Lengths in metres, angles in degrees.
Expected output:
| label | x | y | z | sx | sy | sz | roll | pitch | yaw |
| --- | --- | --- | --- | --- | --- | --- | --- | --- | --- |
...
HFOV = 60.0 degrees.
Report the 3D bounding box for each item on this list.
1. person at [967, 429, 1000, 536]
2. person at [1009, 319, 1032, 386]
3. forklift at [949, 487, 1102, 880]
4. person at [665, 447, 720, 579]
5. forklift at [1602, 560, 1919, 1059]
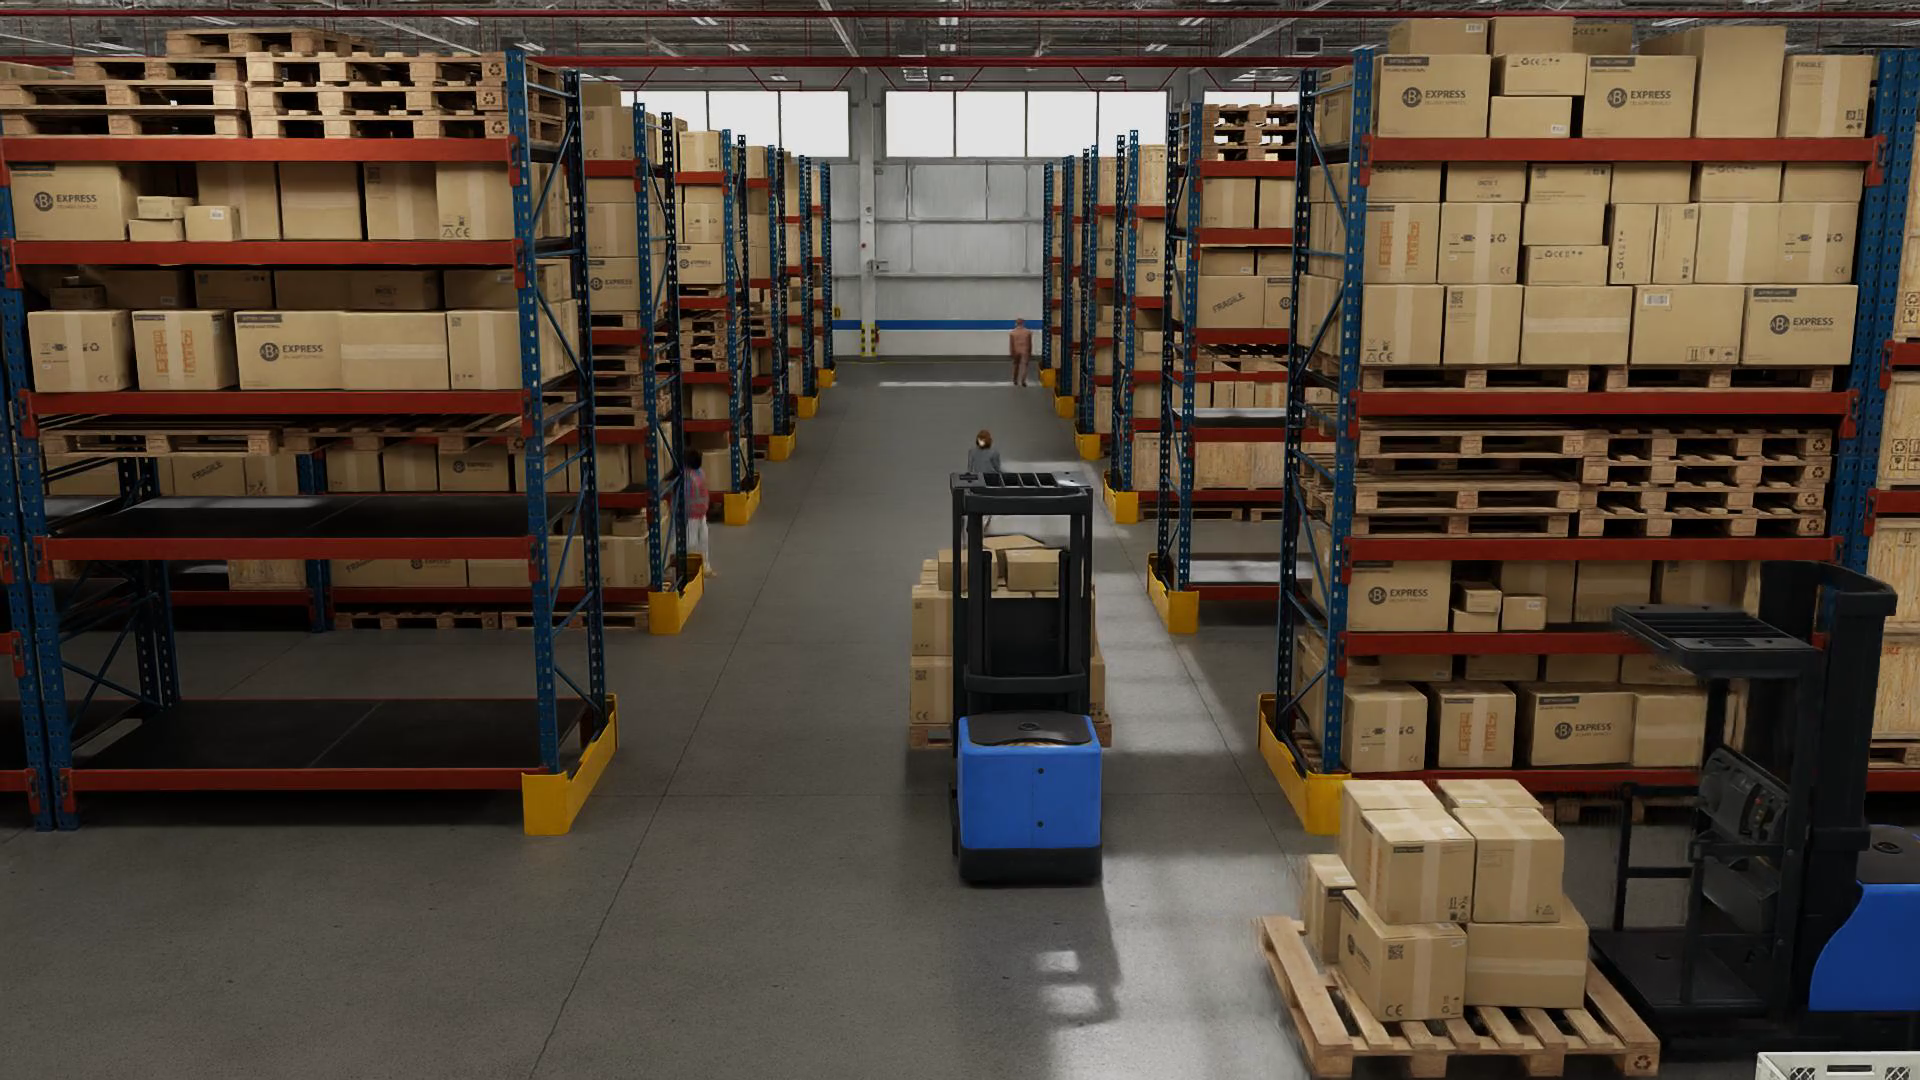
| label | x | y | z | sx | sy | sz | roll | pitch | yaw |
| --- | --- | --- | --- | --- | --- | --- | --- | --- | --- |
| person | 0.384 | -0.902 | 25.327 | 0.502 | 1.611 | 0.643 | 5 | 13 | 25 |
| person | 1.672 | -5.183 | 45.957 | 0.643 | 1.862 | 1.003 | 0 | 11 | -1 |
| forklift | 0.495 | 0.986 | 12.813 | 1.129 | 2.768 | 1.873 | 0 | 11 | -2 |
| person | -3.626 | -0.356 | 22.122 | 0.728 | 1.814 | 0.656 | 2 | 12 | 9 |
| forklift | 5.059 | 1.561 | 9.965 | 1.873 | 2.768 | 1.129 | 0 | 11 | -1 |
